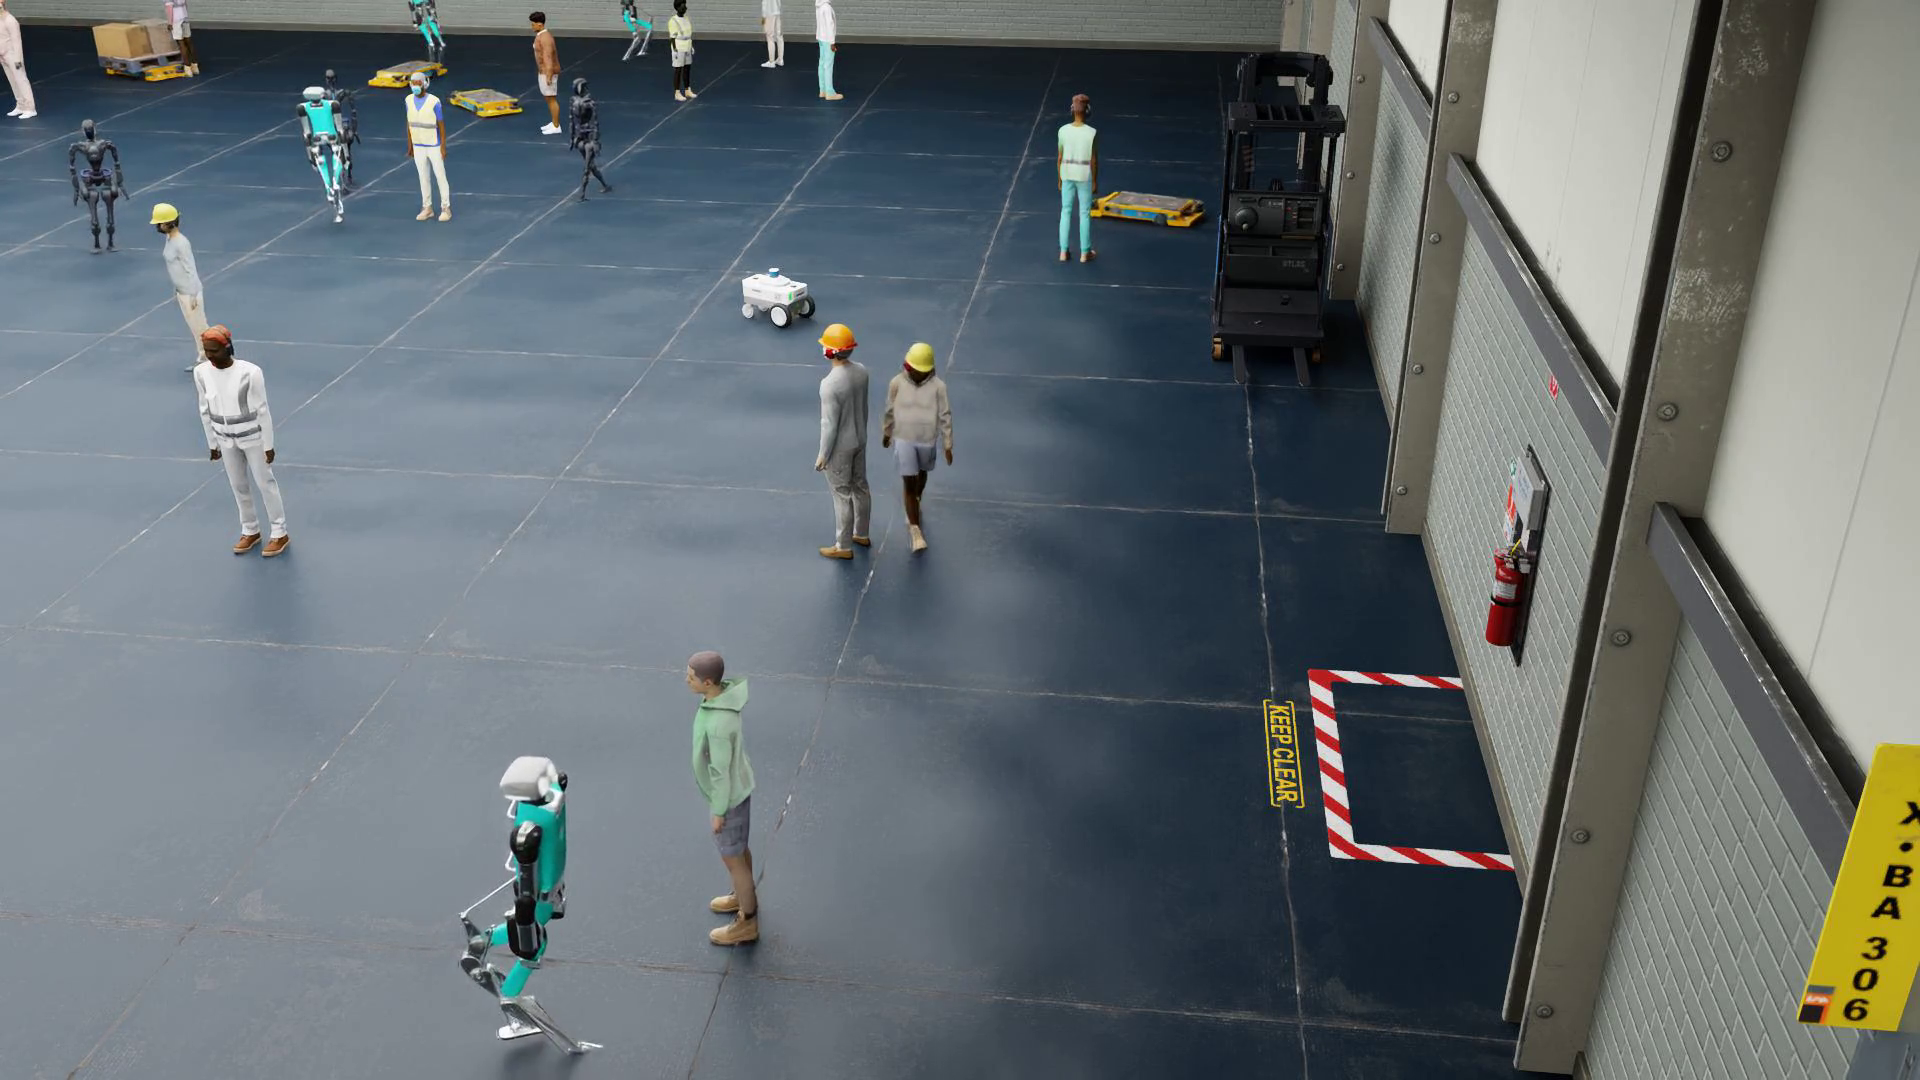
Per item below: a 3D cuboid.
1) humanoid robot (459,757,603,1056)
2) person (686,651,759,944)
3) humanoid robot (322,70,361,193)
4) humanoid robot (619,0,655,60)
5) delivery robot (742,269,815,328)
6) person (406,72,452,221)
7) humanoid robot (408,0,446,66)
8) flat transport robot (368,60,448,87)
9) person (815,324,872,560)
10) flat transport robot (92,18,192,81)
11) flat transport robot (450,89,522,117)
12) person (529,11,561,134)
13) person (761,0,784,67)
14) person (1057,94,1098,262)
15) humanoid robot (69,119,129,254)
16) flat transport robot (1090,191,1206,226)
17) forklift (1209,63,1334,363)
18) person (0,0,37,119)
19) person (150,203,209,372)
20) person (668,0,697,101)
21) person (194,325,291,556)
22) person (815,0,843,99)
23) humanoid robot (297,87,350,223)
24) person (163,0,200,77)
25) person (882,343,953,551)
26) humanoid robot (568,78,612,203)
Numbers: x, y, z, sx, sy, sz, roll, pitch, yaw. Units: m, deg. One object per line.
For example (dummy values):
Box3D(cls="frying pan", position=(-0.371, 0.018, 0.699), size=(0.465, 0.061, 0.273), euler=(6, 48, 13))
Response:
Box3D(cls="humanoid robot", position=(-2.168, 1.804, 7.925), size=(0.797, 1.793, 0.558), euler=(2, 27, 4))
Box3D(cls="person", position=(-1.241, 1.352, 8.809), size=(0.317, 1.736, 0.478), euler=(-4, 27, -8))
Box3D(cls="humanoid robot", position=(-8.585, -5.636, 22.876), size=(0.594, 1.626, 0.786), euler=(-11, 29, -20))
Box3D(cls="humanoid robot", position=(-6.097, -9.906, 31.306), size=(0.854, 1.796, 0.543), euler=(-16, 31, -29))
Box3D(cls="delivery robot", position=(-2.013, -2.663, 18.119), size=(0.766, 0.580, 0.499), euler=(16, 31, 29))
Box3D(cls="person", position=(-6.868, -5.073, 21.456), size=(0.520, 1.893, 0.401), euler=(5, 27, 9))
Box3D(cls="humanoid robot", position=(-9.717, -9.542, 30.580), size=(0.804, 1.801, 0.534), euler=(20, 33, 34))
Box3D(cls="flat transport robot", position=(-9.894, -8.357, 29.821), size=(0.659, 0.231, 1.431), euler=(9, 28, 17))
Box3D(cls="person", position=(-0.903, -0.756, 12.835), size=(0.359, 1.897, 0.570), euler=(16, 31, 28))
Box3D(cls="flat transport robot", position=(-14.755, -8.521, 30.149), size=(1.431, 0.231, 0.659), euler=(16, 31, 28))
Box3D(cls="flat transport robot", position=(-7.891, -7.272, 27.657), size=(0.659, 0.231, 1.431), euler=(-19, 32, -33))
Box3D(cls="person", position=(-6.435, -7.299, 25.954), size=(0.413, 1.845, 0.785), euler=(-10, 28, -20))
Box3D(cls="person", position=(-3.465, -9.705, 30.719), size=(0.391, 1.875, 0.510), euler=(19, 32, 33))
Box3D(cls="person", position=(1.395, -4.299, 19.816), size=(0.488, 1.977, 0.383), euler=(9, 28, 18))
Box3D(cls="humanoid robot", position=(-10.434, -4.278, 20.119), size=(0.613, 1.637, 0.438), euler=(-17, 31, -31))
Box3D(cls="flat transport robot", position=(2.439, -4.348, 21.818), size=(1.431, 0.231, 0.659), euler=(12, 29, 23))
Box3D(cls="forklift", position=(3.241, -3.477, 17.183), size=(1.129, 2.768, 1.873), euler=(3, 27, 6))
Box3D(cls="person", position=(-15.370, -7.806, 26.896), size=(0.640, 1.908, 0.412), euler=(19, 32, 33))
Box3D(cls="person", position=(-7.621, -2.440, 16.339), size=(0.326, 1.765, 0.531), euler=(-20, 33, -34))
Box3D(cls="person", position=(-4.699, -8.302, 28.126), size=(0.323, 1.688, 0.528), euler=(14, 30, 26))
Box3D(cls="person", position=(-5.571, -0.767, 12.882), size=(0.565, 1.878, 0.353), euler=(4, 27, 7))
Box3D(cls="person", position=(-2.253, -8.458, 28.190), size=(0.380, 1.915, 0.488), euler=(-12, 29, -23))
Box3D(cls="humanoid robot", position=(-8.076, -4.833, 21.172), size=(0.560, 1.744, 1.039), euler=(-4, 27, -8))
Box3D(cls="person", position=(-14.072, -9.363, 29.863), size=(0.382, 2.034, 0.604), euler=(3, 27, 6))
Box3D(cls="person", position=(-0.333, -0.792, 13.135), size=(0.541, 1.681, 0.974), euler=(-2, 27, -4))
Box3D(cls="humanoid robot", position=(-5.038, -5.422, 22.453), size=(0.610, 1.629, 0.787), euler=(19, 32, 32))
